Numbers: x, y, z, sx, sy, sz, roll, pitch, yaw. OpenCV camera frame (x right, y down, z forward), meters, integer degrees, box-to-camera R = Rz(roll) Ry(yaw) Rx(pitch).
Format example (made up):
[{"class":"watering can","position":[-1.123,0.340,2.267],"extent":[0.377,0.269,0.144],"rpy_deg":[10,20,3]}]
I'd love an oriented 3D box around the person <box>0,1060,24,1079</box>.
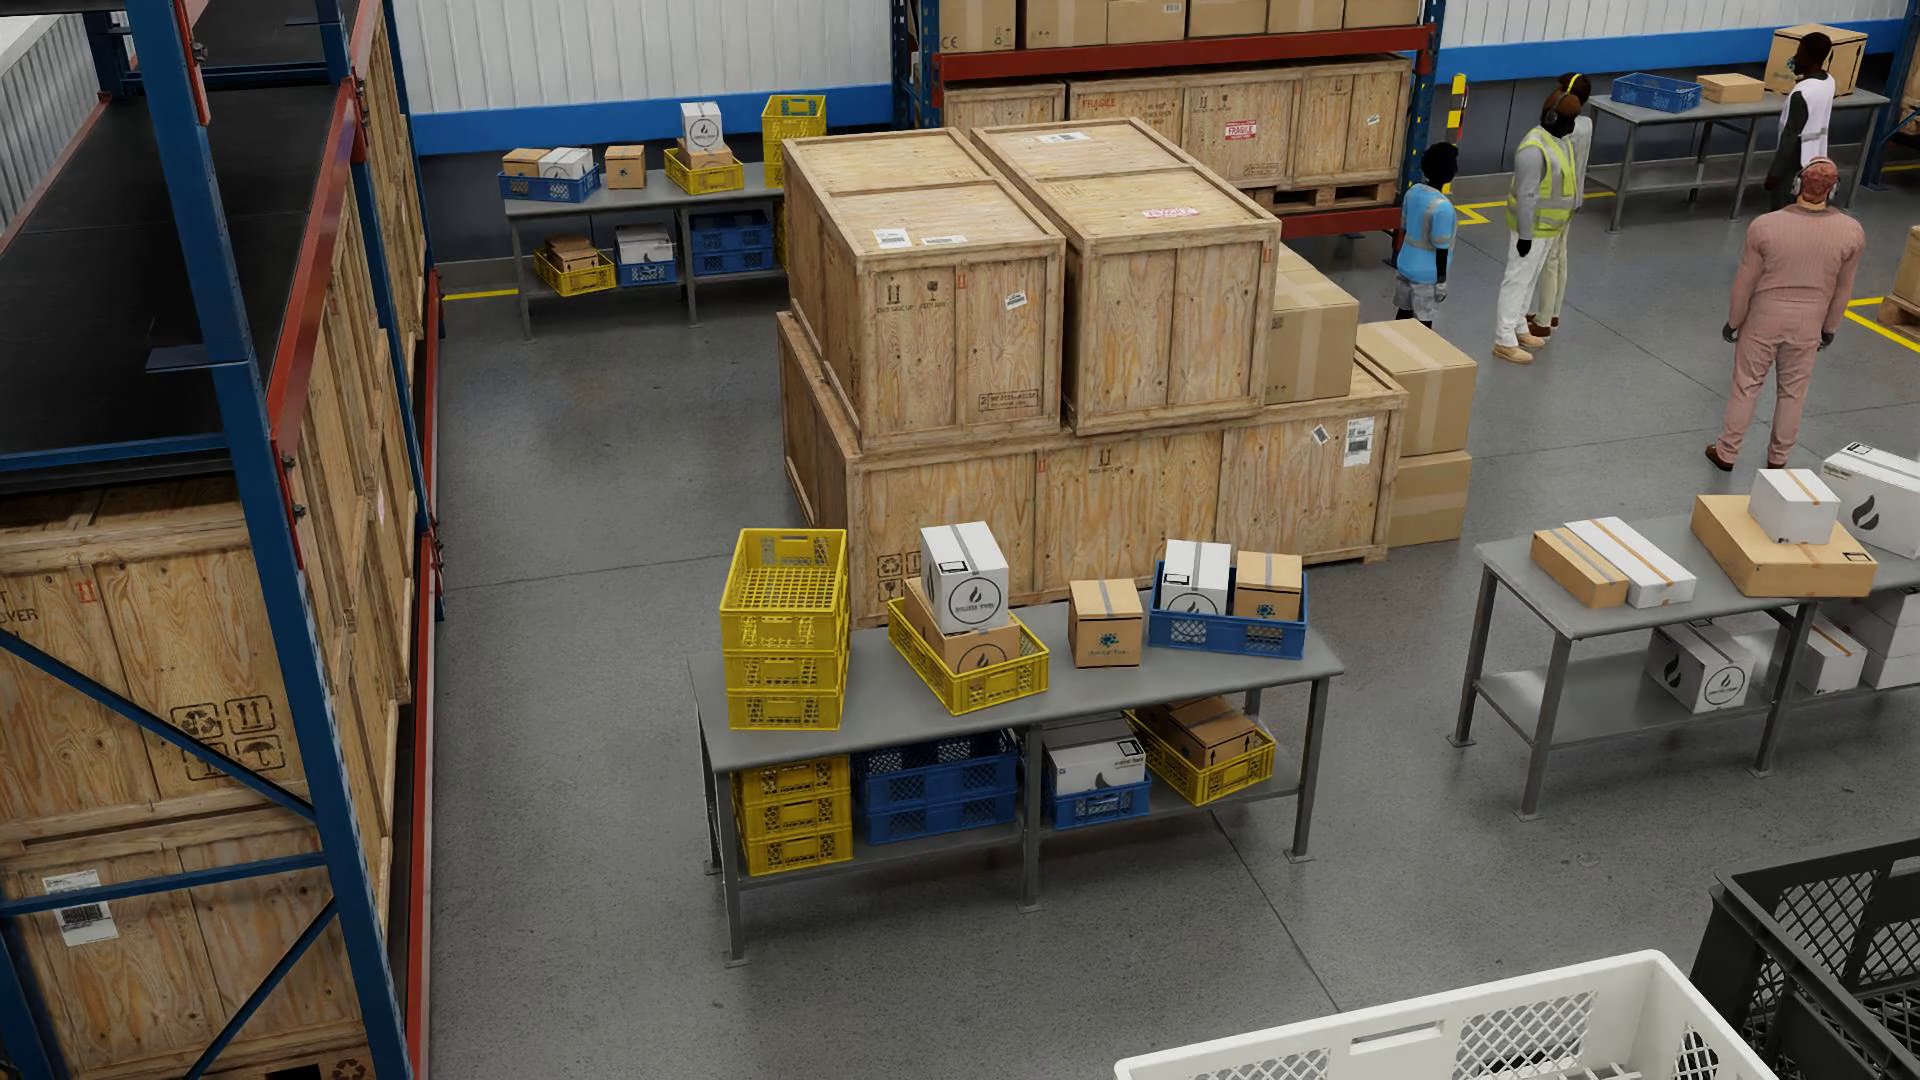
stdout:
[{"class":"person","position":[-2.114,1.920,3.899],"extent":[0.374,1.933,0.625],"rpy_deg":[22,36,35]}]

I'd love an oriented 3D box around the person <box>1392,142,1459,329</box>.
[{"class":"person","position":[3.001,-1.728,10.756],"extent":[0.319,1.696,0.532],"rpy_deg":[-6,30,-12]}]

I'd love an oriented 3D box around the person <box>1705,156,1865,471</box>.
[{"class":"person","position":[4.824,-1.298,9.762],"extent":[0.641,1.908,0.407],"rpy_deg":[5,29,10]}]

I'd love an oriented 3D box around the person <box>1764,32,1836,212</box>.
[{"class":"person","position":[6.330,-2.859,12.591],"extent":[0.384,1.913,0.592],"rpy_deg":[23,37,36]}]

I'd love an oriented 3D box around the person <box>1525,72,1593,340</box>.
[{"class":"person","position":[4.171,-2.328,11.672],"extent":[0.335,1.869,0.521],"rpy_deg":[20,35,32]}]

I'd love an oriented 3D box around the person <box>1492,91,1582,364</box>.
[{"class":"person","position":[3.950,-2.141,11.365],"extent":[0.429,1.837,0.621],"rpy_deg":[18,34,29]}]
